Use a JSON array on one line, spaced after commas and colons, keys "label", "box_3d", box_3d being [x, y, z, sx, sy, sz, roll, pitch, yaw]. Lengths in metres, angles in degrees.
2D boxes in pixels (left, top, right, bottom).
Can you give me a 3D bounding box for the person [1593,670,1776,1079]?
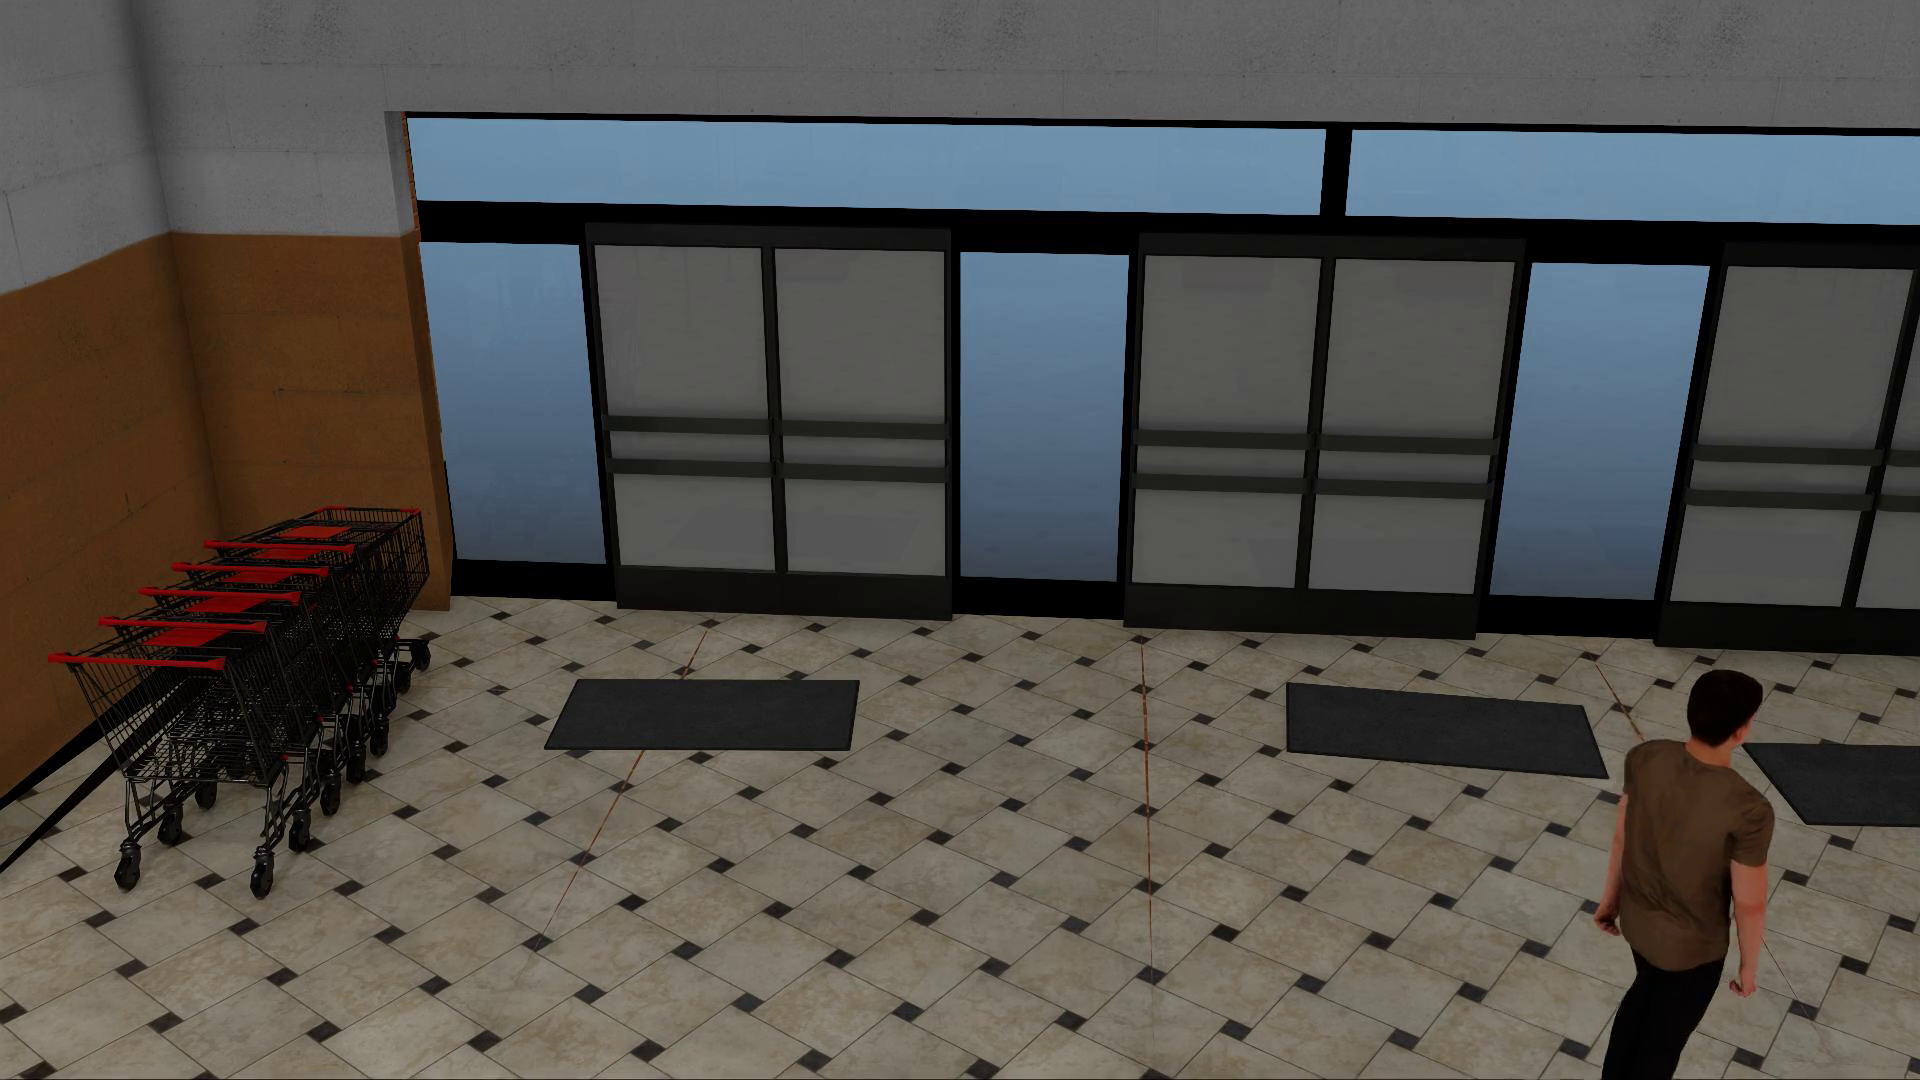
[{"label": "person", "box_3d": [2.201, 1.267, 5.295, 0.855, 1.839, 0.760, -12, 25, -27]}]
